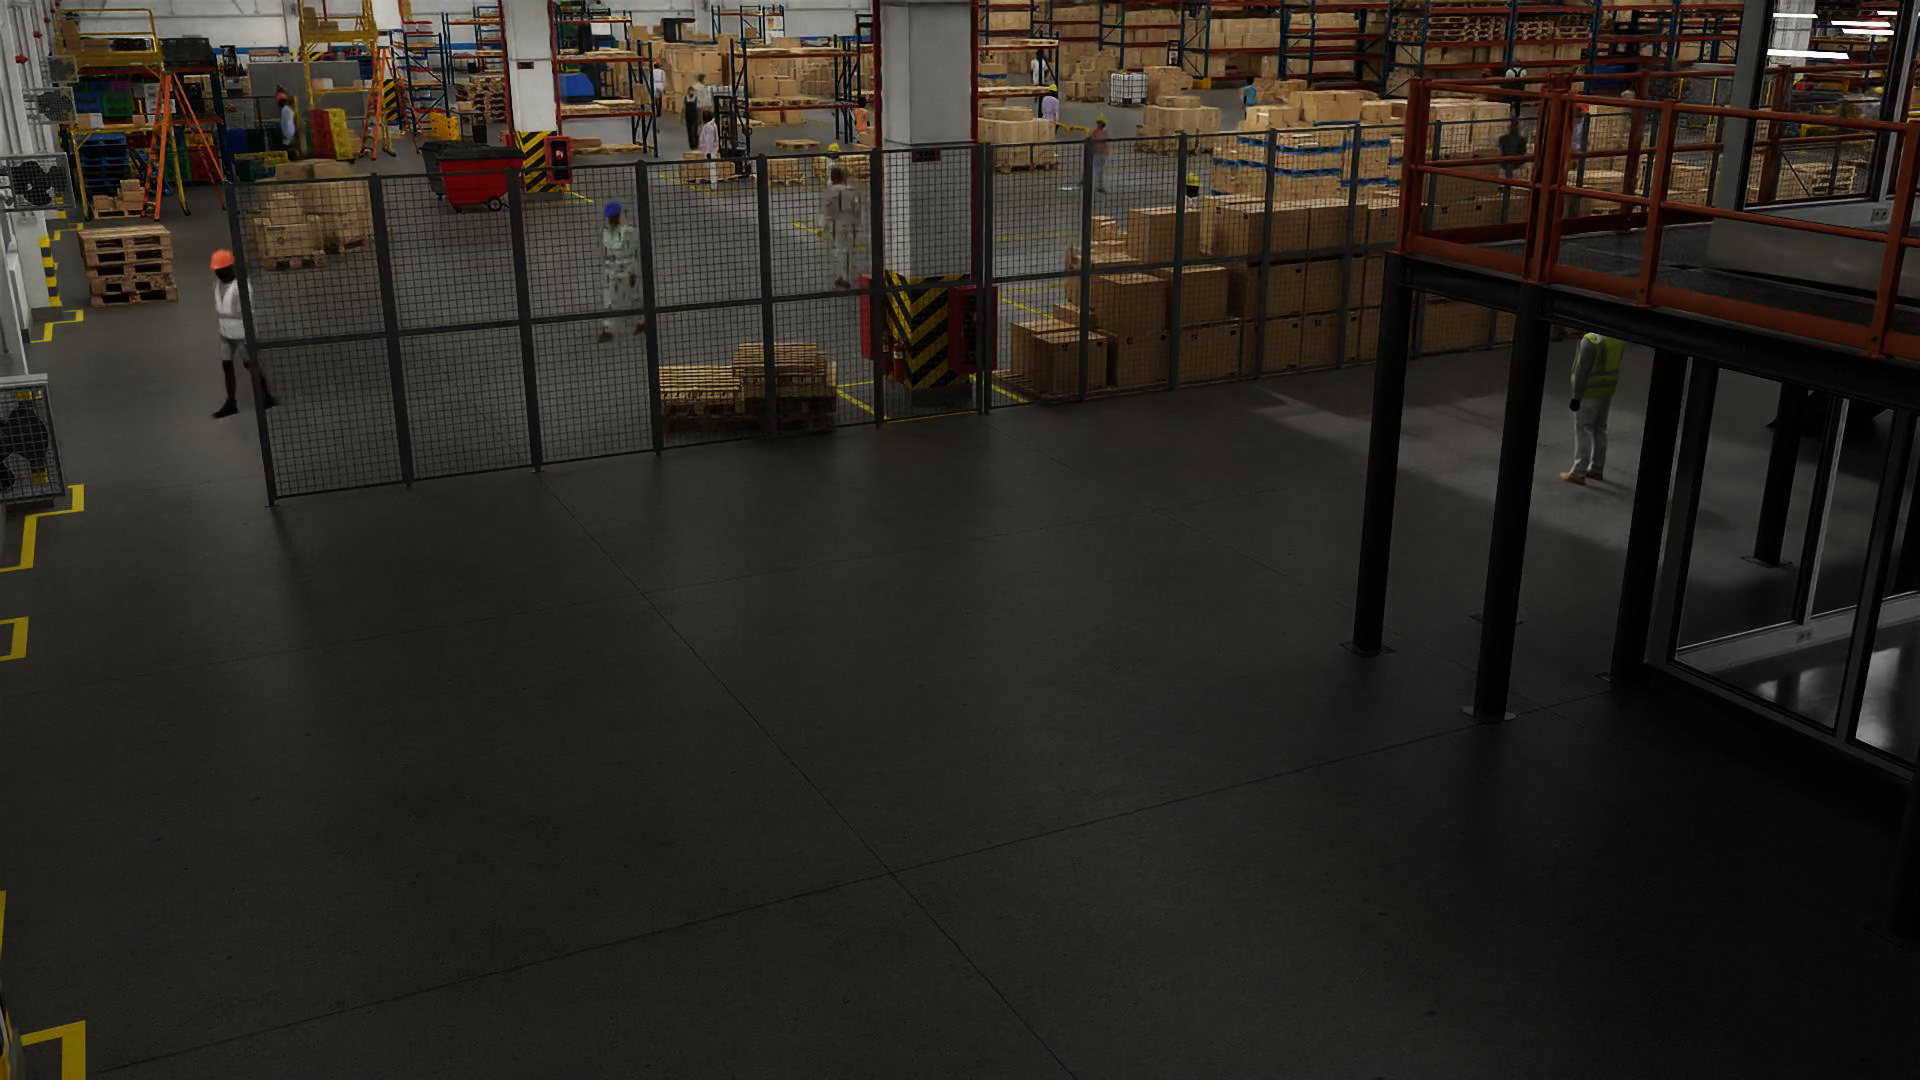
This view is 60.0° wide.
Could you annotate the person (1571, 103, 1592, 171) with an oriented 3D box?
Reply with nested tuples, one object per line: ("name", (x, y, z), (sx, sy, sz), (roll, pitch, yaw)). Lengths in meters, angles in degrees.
("person", (14.047, -9.035, 38.216), (0.778, 2.006, 0.364), (8, 21, 23))

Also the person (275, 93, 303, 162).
("person", (-16.963, -10.302, 41.994), (0.485, 1.914, 0.571), (-4, 19, -10))

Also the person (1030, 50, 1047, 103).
("person", (2.977, -17.543, 62.937), (0.616, 1.947, 0.777), (3, 19, 8))

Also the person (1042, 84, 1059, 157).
("person", (2.478, -11.366, 45.079), (0.400, 1.919, 0.581), (-17, 25, -41))

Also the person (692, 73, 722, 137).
("person", (-7.718, -13.061, 50.032), (1.025, 1.884, 0.651), (0, 19, -1))

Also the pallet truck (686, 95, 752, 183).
("pallet truck", (-5.836, -9.608, 39.856), (0.823, 1.965, 1.885), (10, 22, 27))

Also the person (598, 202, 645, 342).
("person", (-4.691, -3.730, 22.985), (0.625, 1.896, 1.040), (6, 20, 18))

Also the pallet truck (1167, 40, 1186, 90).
("pallet truck", (9.045, -19.971, 69.895), (0.823, 1.965, 1.885), (-3, 19, -8))

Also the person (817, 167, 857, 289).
("person", (-1.971, -4.982, 26.582), (0.609, 1.915, 0.621), (14, 23, 35))

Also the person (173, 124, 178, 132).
("person", (-24.479, -13.460, 51.577), (0.515, 1.634, 0.313), (13, 23, 33))

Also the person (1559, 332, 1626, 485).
("person", (6.275, -1.464, 16.504), (0.619, 1.836, 0.431), (-15, 24, -36))

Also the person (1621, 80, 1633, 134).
("person", (19.109, -12.332, 48.023), (0.515, 1.824, 0.959), (-10, 21, -27))

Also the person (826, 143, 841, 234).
("person", (-2.414, -6.713, 31.857), (0.328, 1.736, 0.492), (-4, 19, -12))

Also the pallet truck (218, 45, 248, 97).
("pallet truck", (-28.879, -18.665, 66.111), (0.823, 1.965, 1.885), (-3, 19, -9))

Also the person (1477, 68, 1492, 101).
("person", (16.338, -13.789, 52.089), (0.749, 1.918, 0.587), (11, 22, 30))

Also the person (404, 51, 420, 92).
("person", (-22.516, -19.340, 68.236), (0.572, 1.886, 0.355), (14, 23, 35))

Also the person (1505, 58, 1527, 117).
("person", (18.598, -15.135, 55.811), (0.688, 2.000, 0.539), (1, 19, 3))

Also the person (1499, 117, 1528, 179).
("person", (11.477, -7.800, 34.644), (0.633, 1.973, 0.571), (15, 24, 36))

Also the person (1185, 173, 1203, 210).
("person", (3.530, -4.686, 25.693), (0.378, 1.925, 0.594), (5, 20, 13))

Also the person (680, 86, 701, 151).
("person", (-7.422, -11.560, 45.810), (0.535, 1.803, 0.886), (0, 19, 0))

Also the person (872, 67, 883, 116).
("person", (-2.786, -15.673, 57.556), (0.379, 1.917, 0.596), (-13, 23, -33))

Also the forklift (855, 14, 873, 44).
("forklift", (-4.411, -23.154, 77.788), (1.129, 2.768, 1.873), (5, 20, 13))

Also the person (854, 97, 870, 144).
("person", (-2.546, -10.717, 43.524), (0.535, 1.697, 0.318), (15, 24, 37))

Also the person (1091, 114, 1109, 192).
("person", (3.173, -8.818, 37.934), (0.540, 1.750, 0.416), (-16, 25, -39))

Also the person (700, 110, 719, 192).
("person", (-5.718, -8.876, 37.972), (0.429, 1.839, 0.630), (0, 19, -1))

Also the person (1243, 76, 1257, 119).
("person", (9.032, -13.601, 51.896), (0.530, 1.689, 0.321), (-17, 25, -40))

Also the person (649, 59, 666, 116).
("person", (-10.407, -15.553, 57.223), (0.585, 1.907, 0.636), (-7, 20, -19))

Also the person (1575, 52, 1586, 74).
("person", (24.691, -18.515, 66.128), (0.541, 1.696, 0.315), (12, 23, 32))

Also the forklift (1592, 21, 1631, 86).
("forklift", (26.709, -19.542, 67.320), (1.873, 2.768, 1.129), (-9, 21, -25))

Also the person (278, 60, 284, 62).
("person", (-22.841, -15.227, 56.237), (0.629, 1.936, 0.371), (-8, 20, -21))

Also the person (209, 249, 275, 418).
("person", (-8.289, -2.378, 19.042), (0.545, 1.937, 0.618), (9, 21, 24))

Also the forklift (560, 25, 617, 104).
("forklift", (-14.059, -17.891, 62.532), (1.873, 2.768, 1.129), (-9, 21, -25))

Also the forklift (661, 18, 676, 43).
("forklift", (-12.505, -21.065, 71.733), (1.873, 2.768, 1.129), (-9, 21, -25))
